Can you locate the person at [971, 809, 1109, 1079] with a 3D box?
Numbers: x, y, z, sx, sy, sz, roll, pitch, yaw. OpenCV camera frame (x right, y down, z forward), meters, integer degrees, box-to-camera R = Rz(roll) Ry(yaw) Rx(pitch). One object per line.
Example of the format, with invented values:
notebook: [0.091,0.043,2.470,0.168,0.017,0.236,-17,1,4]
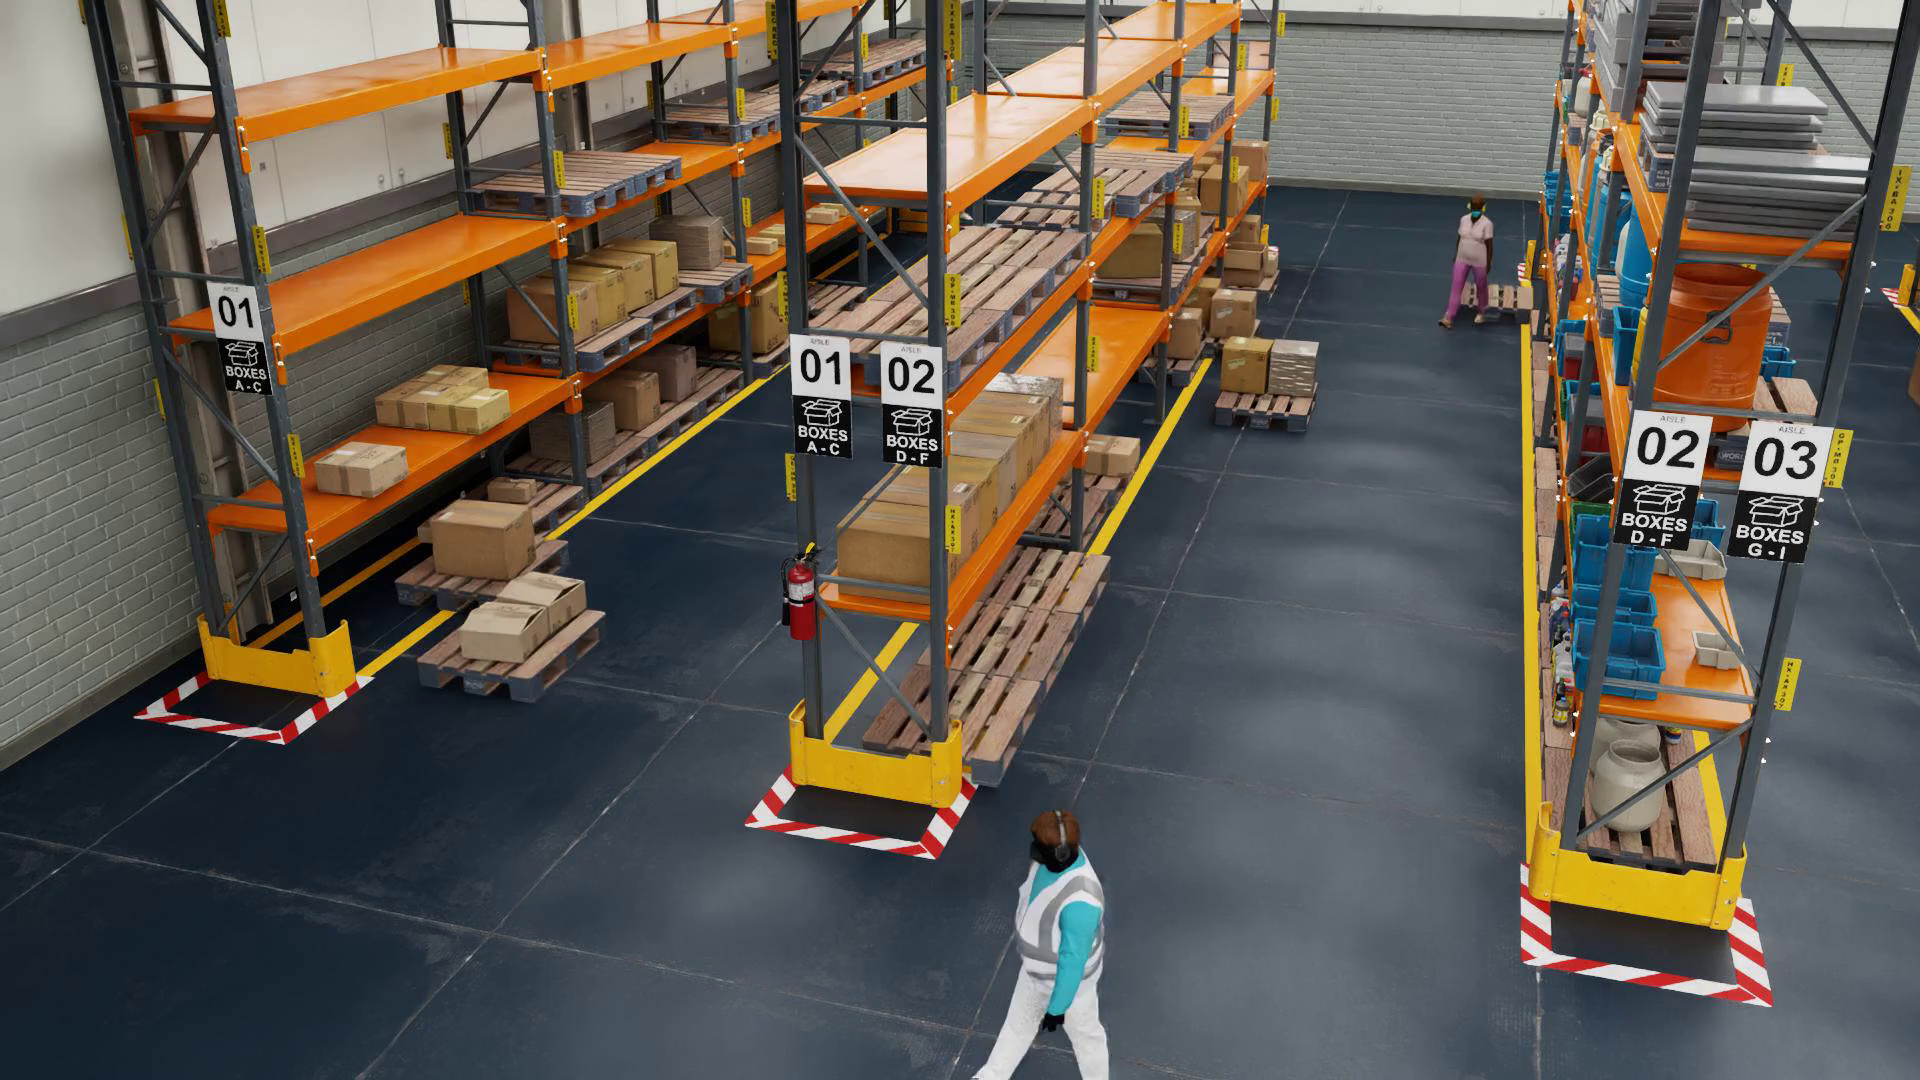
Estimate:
person: [0.367,2.150,8.245,0.900,1.802,0.653,-7,24,-15]

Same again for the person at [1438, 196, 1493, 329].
person: [6.675,-3.628,21.729,0.569,1.728,1.020,17,29,34]

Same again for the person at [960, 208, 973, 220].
person: [-0.078,-6.143,27.661,0.662,1.663,0.354,1,23,1]
